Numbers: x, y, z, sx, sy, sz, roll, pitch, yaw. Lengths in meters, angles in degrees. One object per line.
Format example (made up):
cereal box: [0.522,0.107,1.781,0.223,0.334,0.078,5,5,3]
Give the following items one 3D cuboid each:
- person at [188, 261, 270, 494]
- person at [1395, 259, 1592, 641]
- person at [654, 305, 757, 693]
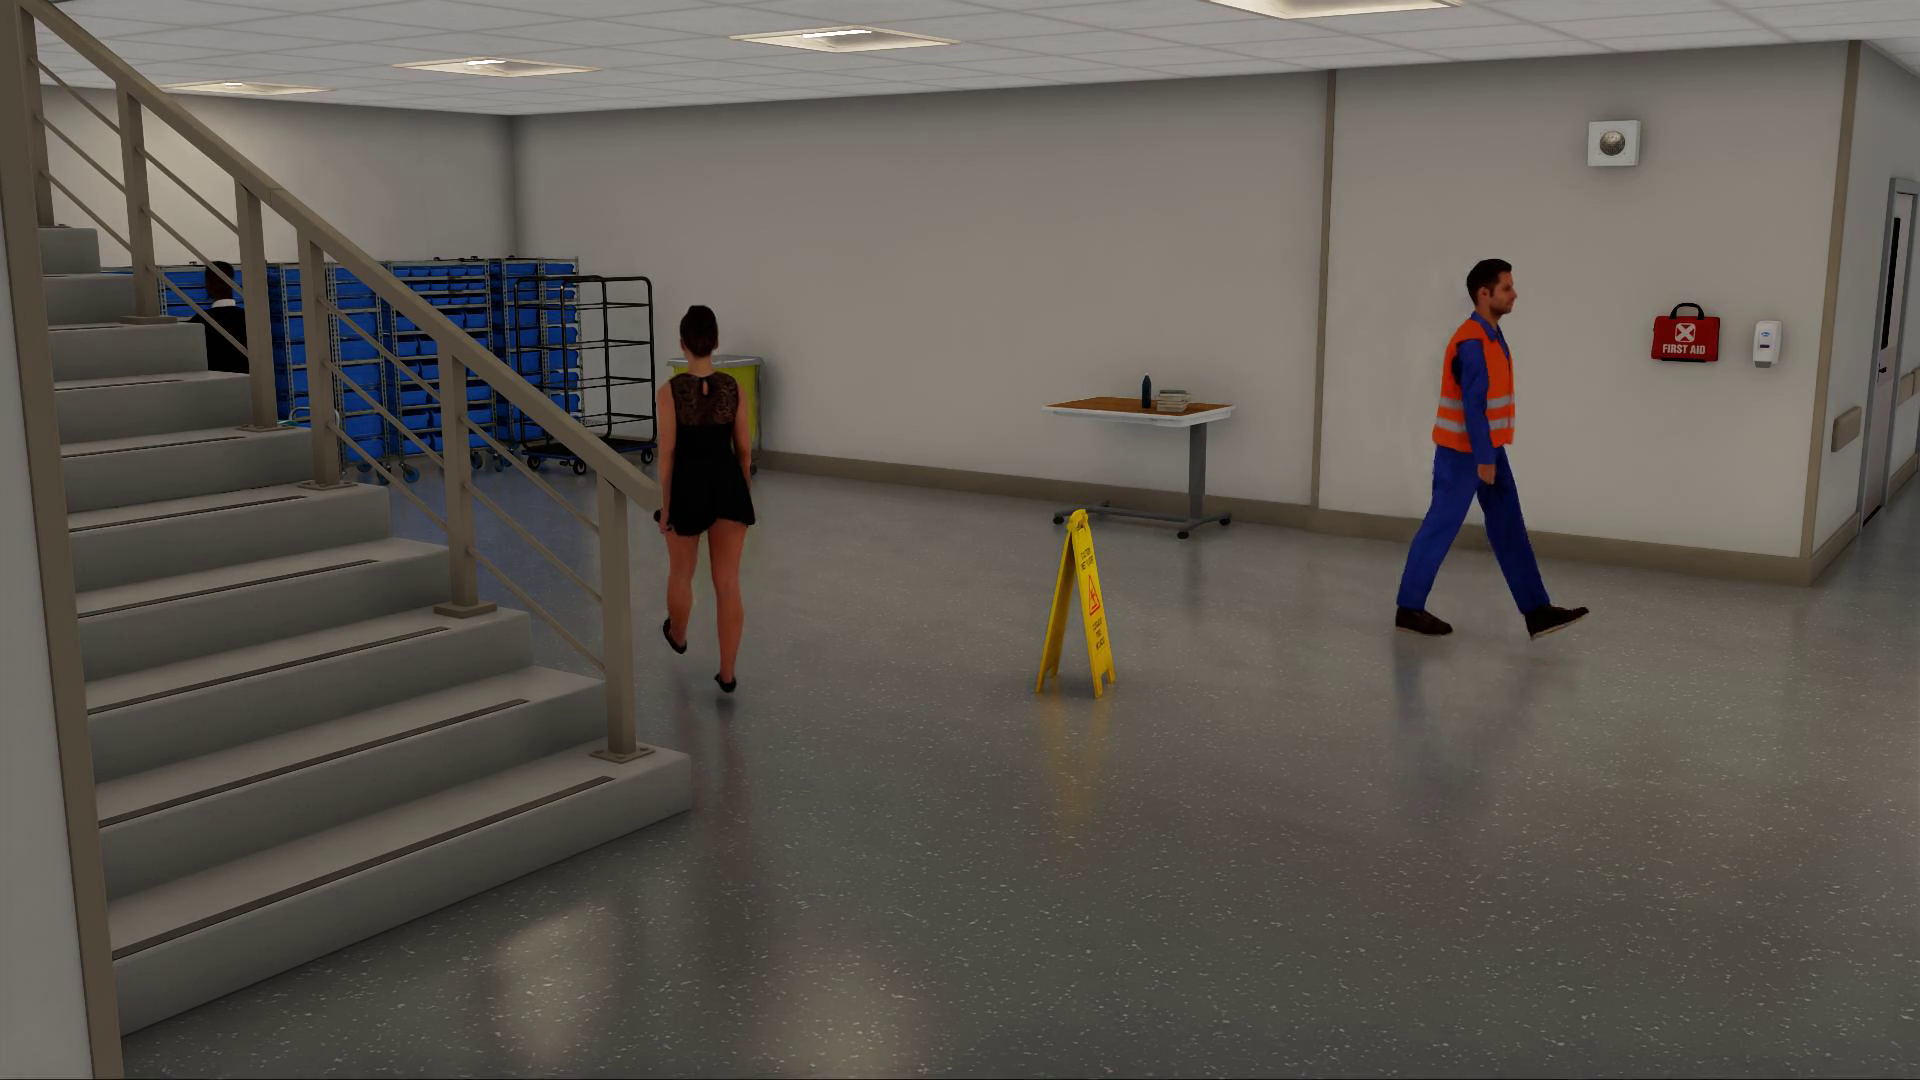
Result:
person: [-4.284,-0.739,9.838,0.563,1.810,0.645,9,14,39]
person: [2.373,-0.399,8.014,1.141,1.822,0.776,6,12,30]
person: [-1.079,-0.143,7.163,1.002,1.637,1.151,-4,11,-19]
